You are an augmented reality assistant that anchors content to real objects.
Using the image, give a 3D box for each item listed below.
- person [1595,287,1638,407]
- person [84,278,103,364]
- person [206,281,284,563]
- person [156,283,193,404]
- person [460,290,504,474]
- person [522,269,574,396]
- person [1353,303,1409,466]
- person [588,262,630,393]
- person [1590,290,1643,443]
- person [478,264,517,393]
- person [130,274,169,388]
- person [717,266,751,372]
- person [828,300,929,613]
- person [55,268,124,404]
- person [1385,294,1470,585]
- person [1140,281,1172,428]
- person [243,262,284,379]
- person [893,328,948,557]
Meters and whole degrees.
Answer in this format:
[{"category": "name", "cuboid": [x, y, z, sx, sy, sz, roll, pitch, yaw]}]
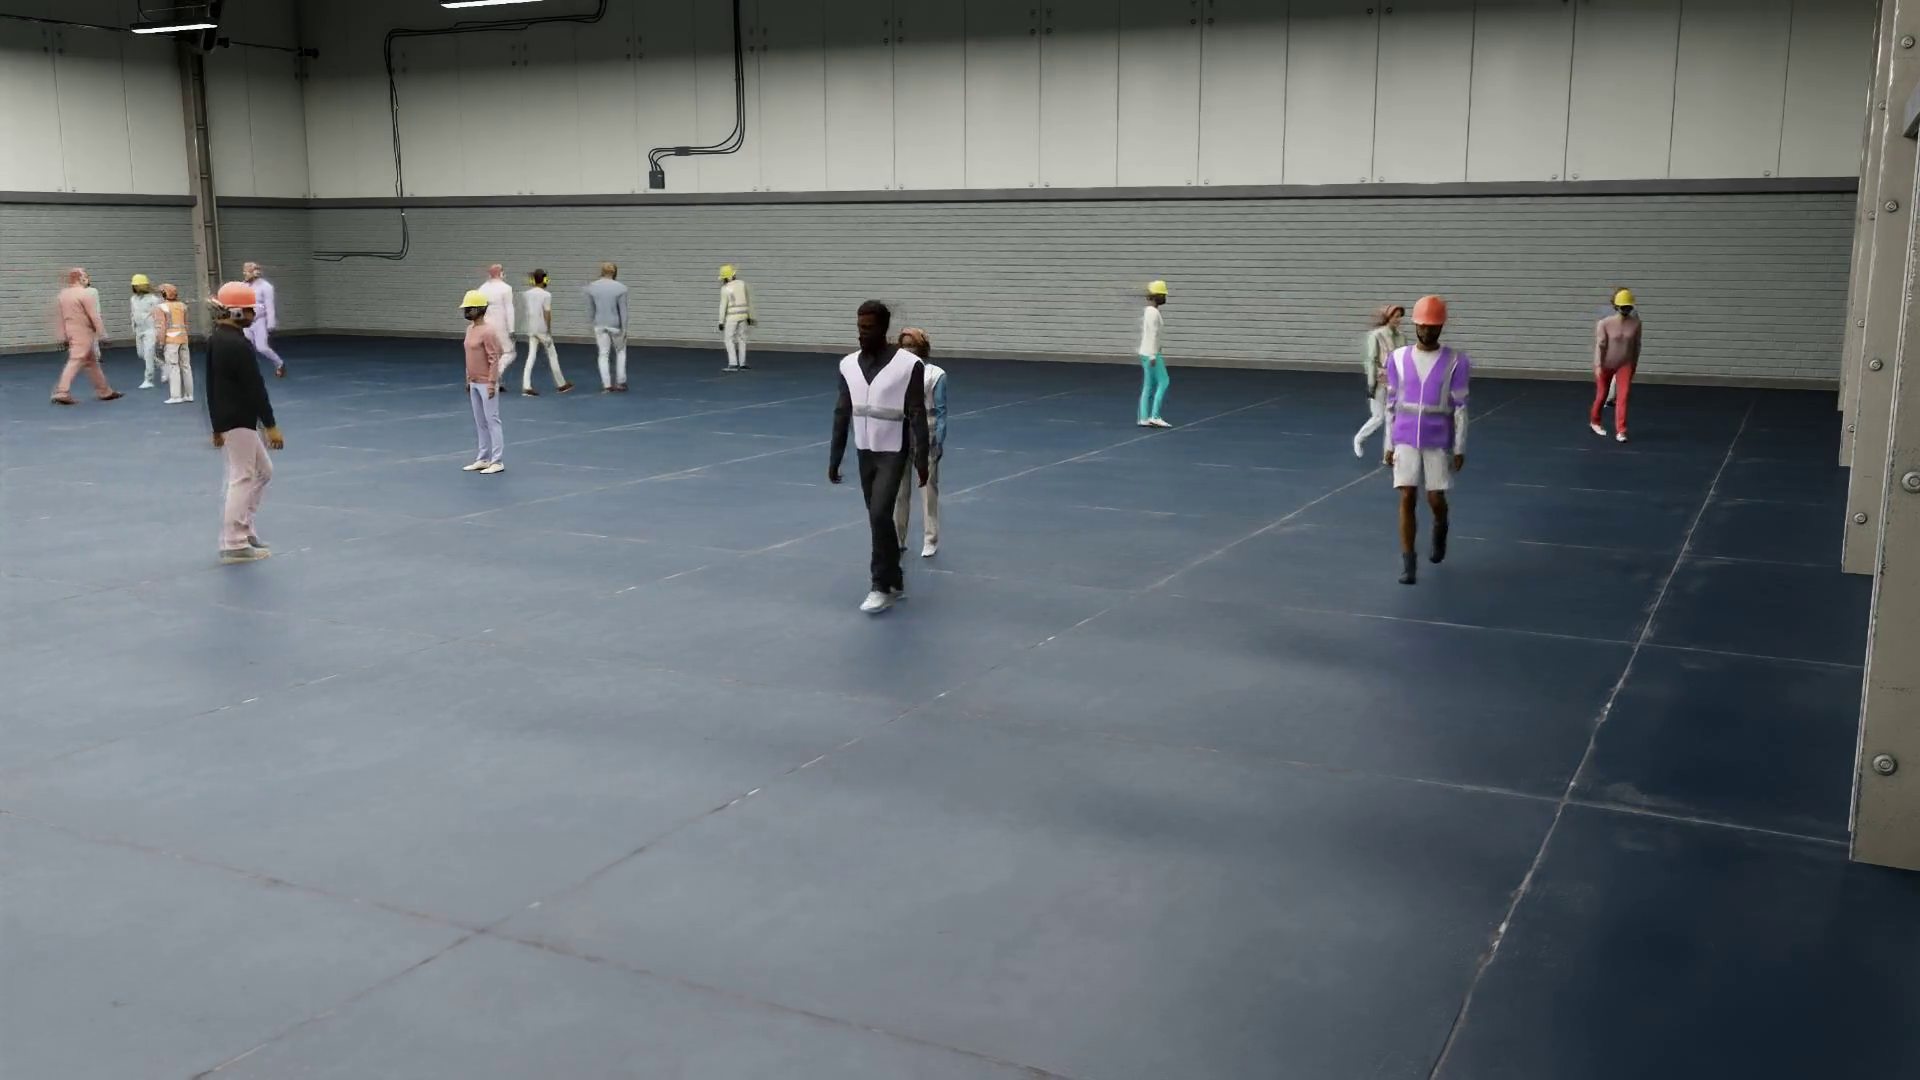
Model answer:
[{"category": "person", "cuboid": [8.893, -2.599, 22.428, 0.530, 1.586, 0.840, 9, 14, 41]}, {"category": "person", "cuboid": [-15.664, -3.956, 29.797, 0.513, 1.646, 0.370, -4, 11, -22]}, {"category": "person", "cuboid": [-5.019, -0.822, 11.702, 0.525, 1.971, 0.621, -8, 13, -36]}, {"category": "person", "cuboid": [-10.762, -2.685, 22.775, 0.314, 1.641, 0.515, 4, 11, 20]}, {"category": "person", "cuboid": [-4.639, -1.522, 16.093, 0.327, 1.769, 0.525, -9, 14, -40]}, {"category": "person", "cuboid": [-6.023, -2.992, 23.977, 0.530, 1.816, 0.977, 6, 12, 28]}, {"category": "person", "cuboid": [4.237, -1.547, 16.598, 0.527, 1.624, 0.531, -6, 12, -28]}, {"category": "person", "cuboid": [-5.112, -3.117, 24.417, 0.625, 1.909, 0.758, 1, 10, 7]}, {"category": "person", "cuboid": [7.400, -1.986, 18.796, 0.525, 1.702, 0.908, 1, 10, 4]}, {"category": "person", "cuboid": [-6.749, -3.067, 24.190, 0.660, 1.887, 0.525, 5, 12, 27]}, {"category": "person", "cuboid": [-12.319, -3.185, 25.288, 0.488, 1.725, 0.644, 3, 11, 16]}, {"category": "person", "cuboid": [-3.809, -3.737, 28.158, 0.406, 1.782, 0.659, 9, 14, 42]}, {"category": "person", "cuboid": [-0.549, -0.506, 10.178, 0.633, 1.892, 0.736, 7, 12, 33]}, {"category": "person", "cuboid": [-12.061, -2.800, 22.851, 0.649, 1.852, 1.039, 8, 13, 36]}, {"category": "person", "cuboid": [3.112, -0.680, 11.111, 0.544, 1.919, 0.641, 5, 11, 25]}, {"category": "person", "cuboid": [2.387, -2.212, 19.857, 0.489, 1.750, 0.555, 0, 10, 1]}, {"category": "person", "cuboid": [-10.902, -3.369, 25.841, 0.662, 1.888, 0.625, 4, 11, 19]}, {"category": "person", "cuboid": [-0.330, -0.699, 11.950, 0.511, 1.640, 0.308, 4, 11, 23]}]
